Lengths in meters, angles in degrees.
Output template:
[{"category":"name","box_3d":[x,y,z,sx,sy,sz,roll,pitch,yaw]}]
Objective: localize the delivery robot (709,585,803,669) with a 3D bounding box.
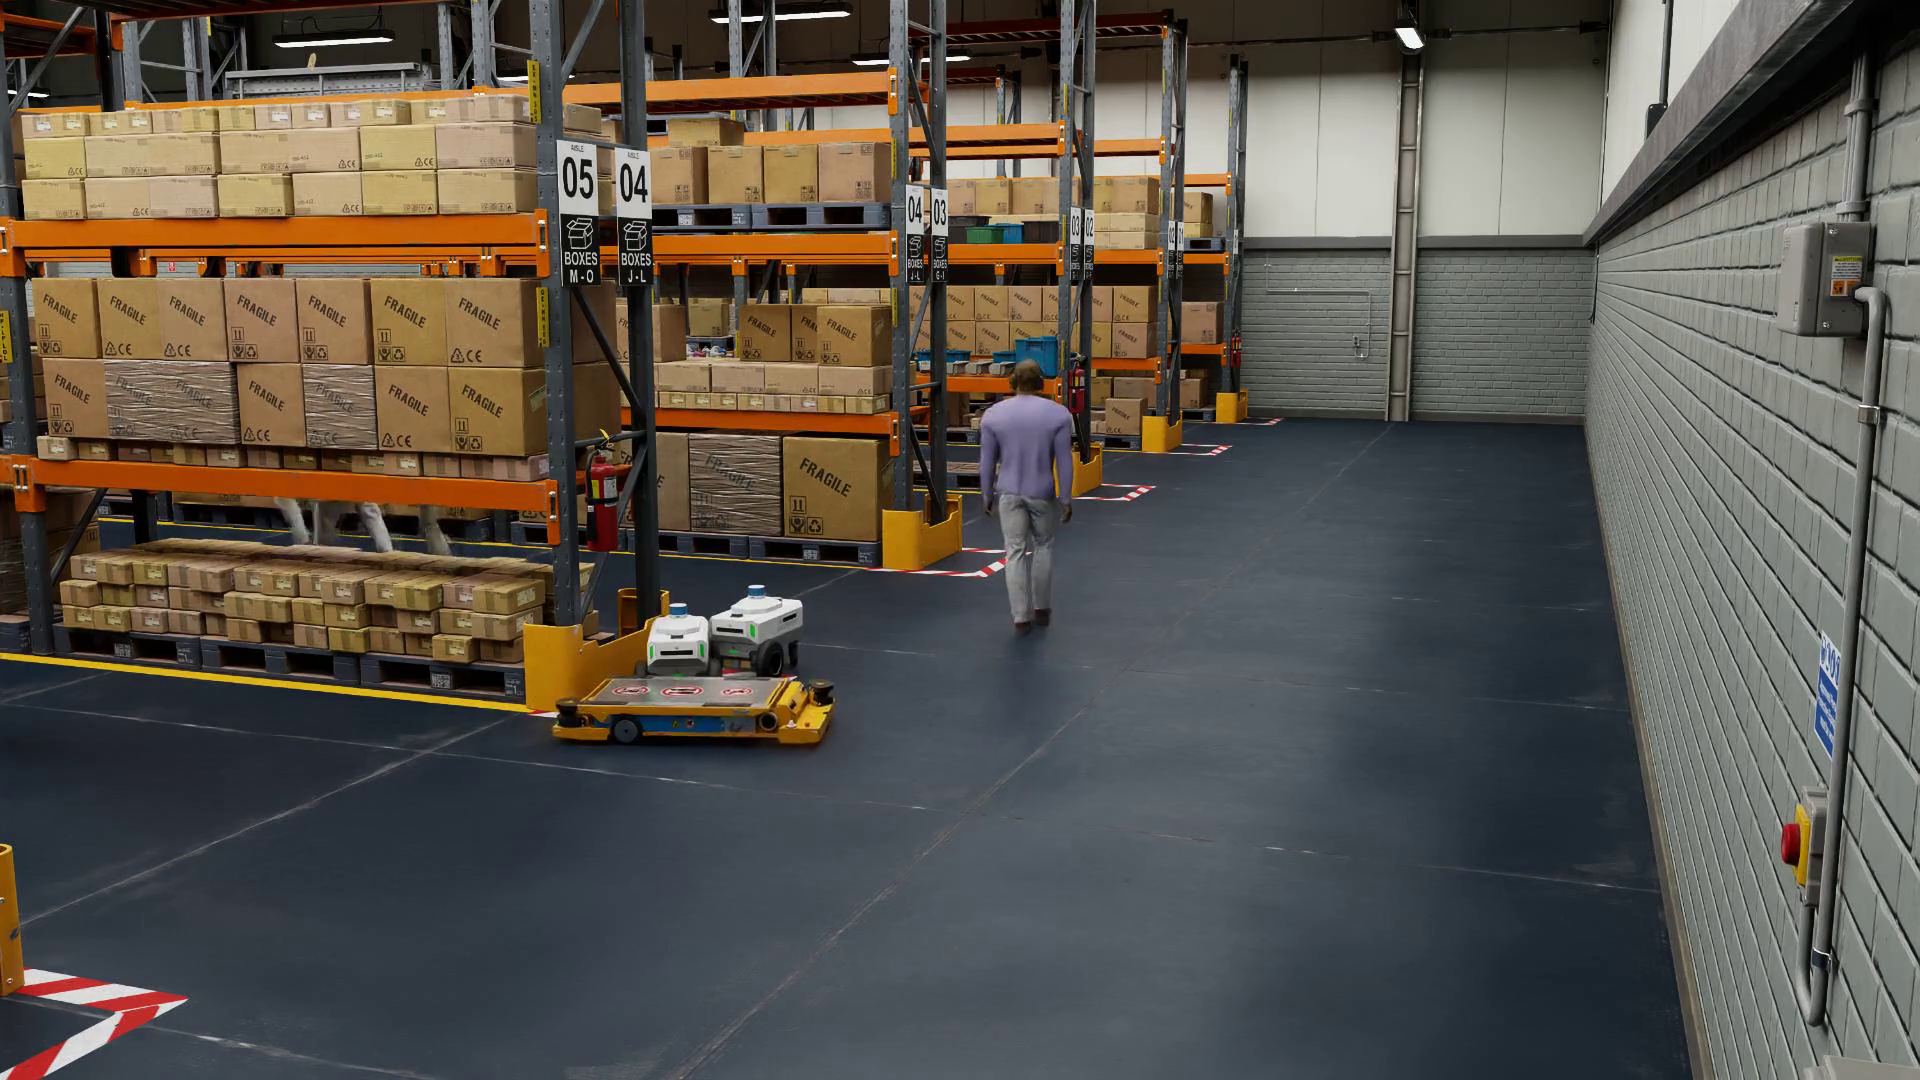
[{"category":"delivery robot","box_3d":[-1.265,0.524,10.383,0.477,0.478,0.707,4,10,21]}]

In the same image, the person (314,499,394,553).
[{"category":"person","box_3d":[-4.947,-0.533,13.449,0.971,1.799,0.630,5,10,28]}]

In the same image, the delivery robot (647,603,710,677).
[{"category":"delivery robot","box_3d":[-1.656,0.617,9.804,0.477,0.478,0.707,-1,9,-7]}]

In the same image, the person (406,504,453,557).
[{"category":"person","box_3d":[-4.094,-0.464,12.777,0.386,1.859,0.548,2,9,15]}]

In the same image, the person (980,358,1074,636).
[{"category":"person","box_3d":[0.475,-0.320,11.704,0.662,1.910,0.833,1,9,6]}]

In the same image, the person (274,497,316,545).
[{"category":"person","box_3d":[-5.653,-0.702,14.363,0.470,1.824,0.638,5,11,30]}]

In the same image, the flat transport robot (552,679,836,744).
[{"category":"flat transport robot","box_3d":[-1.433,0.918,9.095,1.431,0.197,0.652,1,9,3]}]
